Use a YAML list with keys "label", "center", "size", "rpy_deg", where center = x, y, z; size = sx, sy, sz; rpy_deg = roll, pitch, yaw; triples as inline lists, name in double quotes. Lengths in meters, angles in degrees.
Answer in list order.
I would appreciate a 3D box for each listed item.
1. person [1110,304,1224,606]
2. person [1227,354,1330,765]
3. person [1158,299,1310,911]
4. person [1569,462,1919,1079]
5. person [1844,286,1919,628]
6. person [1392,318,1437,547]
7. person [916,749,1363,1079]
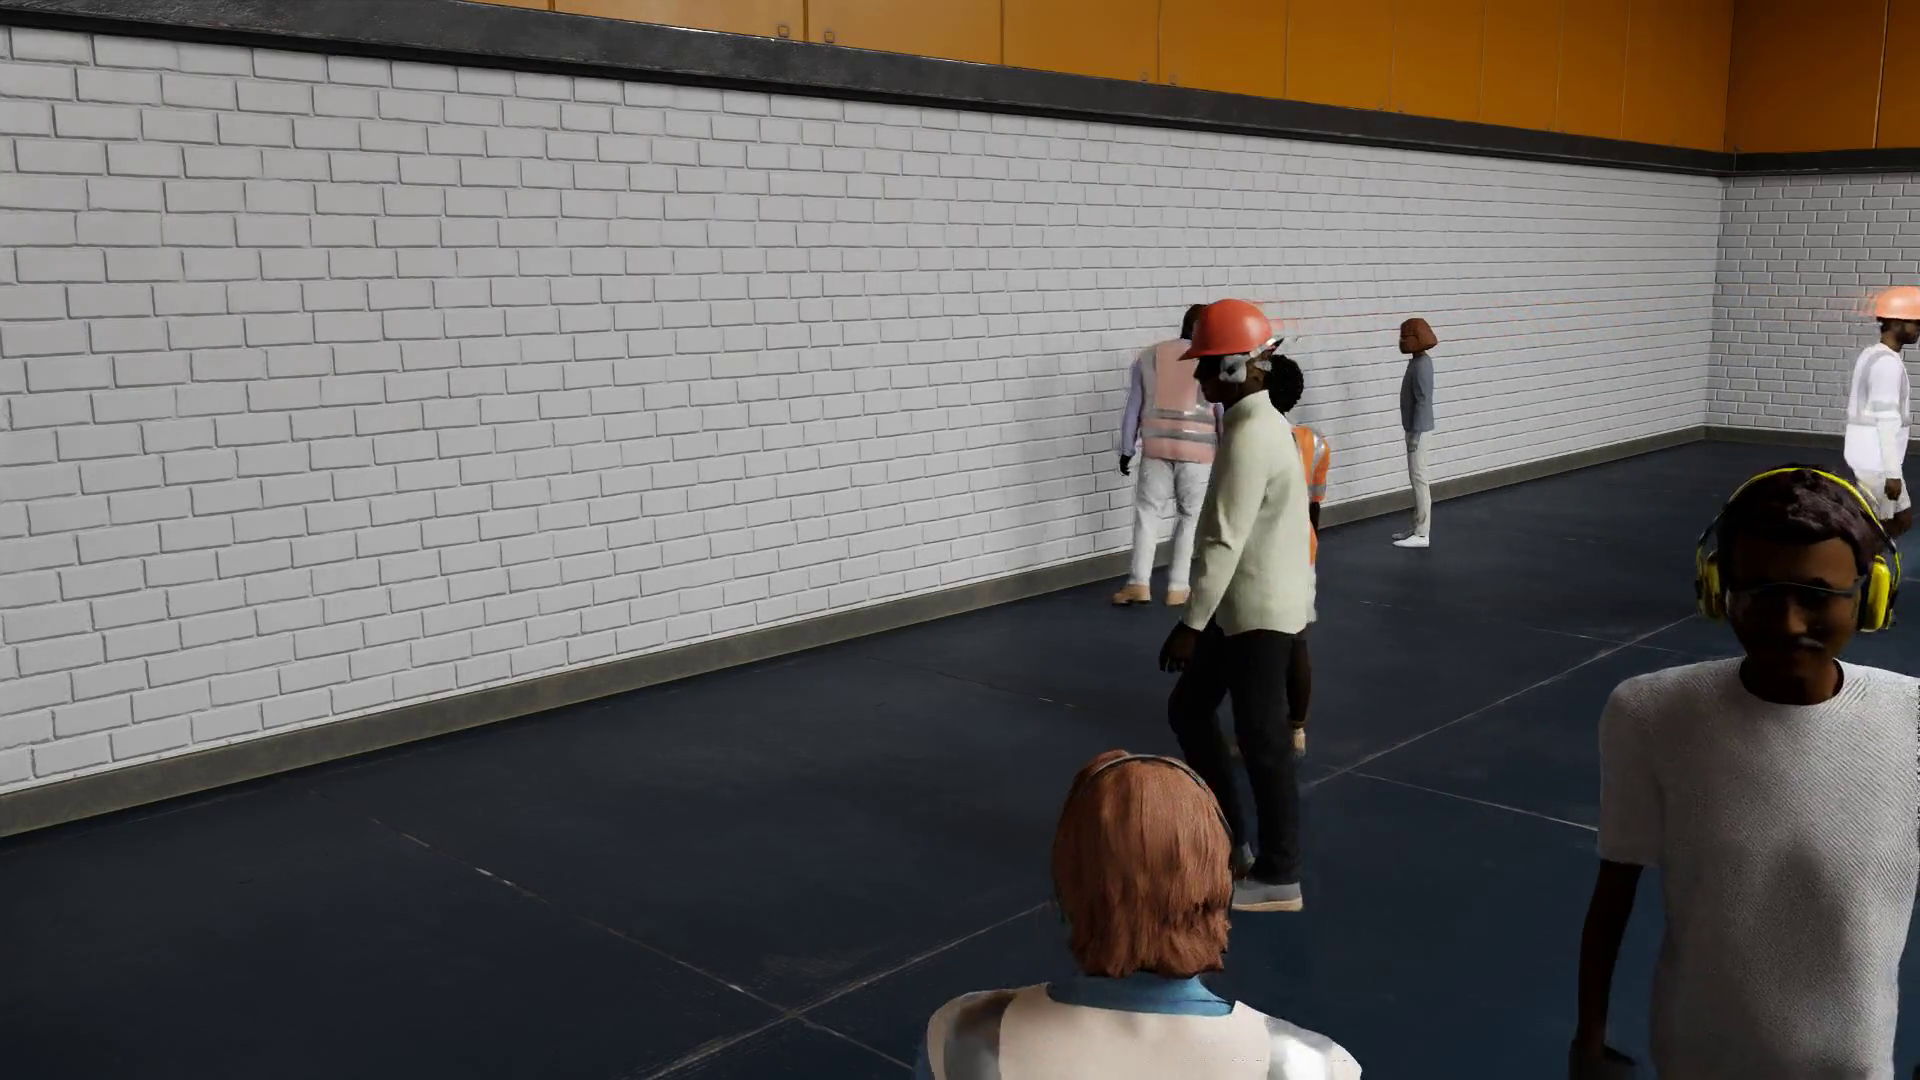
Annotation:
- label: "person"
  center: [1.273, -0.484, 9.847]
  size: [0.690, 1.803, 0.614]
  rpy_deg: [4, 11, 22]
- label: "person"
  center: [1.278, 0.085, 6.865]
  size: [0.536, 1.700, 0.318]
  rpy_deg: [-6, 12, -32]
- label: "person"
  center: [0.850, 0.231, 5.288]
  size: [0.612, 1.967, 0.611]
  rpy_deg: [1, 10, 8]
- label: "person"
  center: [1.188, 0.796, 2.424]
  size: [0.558, 1.843, 0.444]
  rpy_deg: [4, 11, 24]
- label: "person"
  center: [5.168, -0.451, 9.291]
  size: [0.410, 1.917, 0.564]
  rpy_deg: [4, 11, 23]
- label: "person"
  center: [3.253, -0.766, 11.901]
  size: [0.276, 1.631, 0.507]
  rpy_deg: [3, 10, 14]
- label: "person"
  center: [0.152, 1.047, 1.731]
  size: [0.523, 1.593, 0.806]
  rpy_deg: [2, 10, 9]
